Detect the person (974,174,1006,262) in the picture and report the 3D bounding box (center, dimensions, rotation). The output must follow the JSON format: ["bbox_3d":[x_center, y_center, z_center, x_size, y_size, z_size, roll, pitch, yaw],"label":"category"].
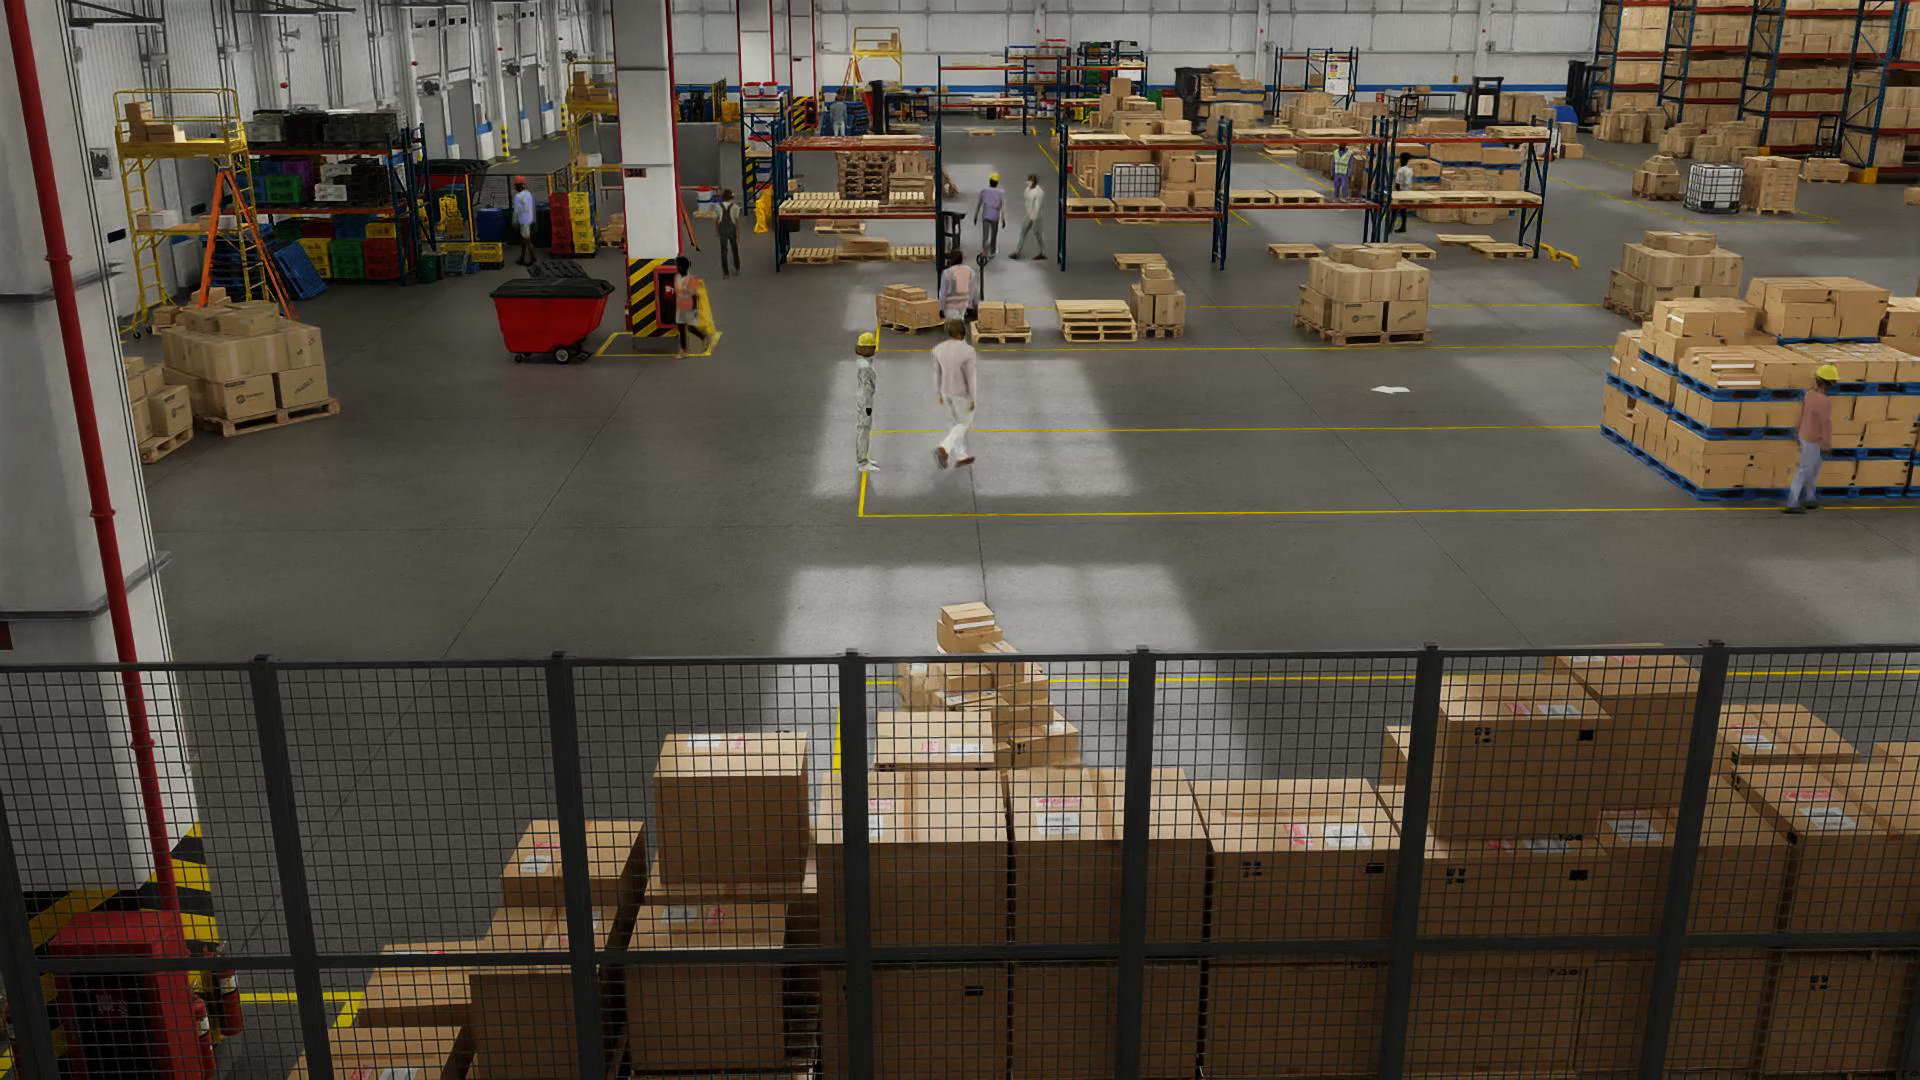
[{"bbox_3d":[0.651,-7.057,36.370,0.718,1.855,0.993,4,19,10],"label":"person"}]

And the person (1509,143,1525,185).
[{"bbox_3d":[15.098,-10.129,45.451,0.557,1.901,0.957,0,19,-1],"label":"person"}]

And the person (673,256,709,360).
[{"bbox_3d":[-4.387,-3.765,26.878,0.545,1.680,0.565,14,23,35],"label":"person"}]

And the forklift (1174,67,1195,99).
[{"bbox_3d":[8.189,-15.896,61.028,1.873,2.768,1.129,14,23,36],"label":"forklift"}]

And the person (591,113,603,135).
[{"bbox_3d":[-14.356,-16.835,65.729,0.513,1.638,0.313,5,19,16],"label":"person"}]

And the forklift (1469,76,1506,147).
[{"bbox_3d":[17.525,-14.064,55.594,1.129,2.768,1.873,-1,19,-1],"label":"forklift"}]

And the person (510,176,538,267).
[{"bbox_3d":[-9.381,-6.799,35.546,0.797,1.895,0.696,7,20,20],"label":"person"}]

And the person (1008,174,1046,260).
[{"bbox_3d":[1.526,-7.003,36.175,0.982,1.886,0.634,-14,23,-35],"label":"person"}]

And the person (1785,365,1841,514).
[{"bbox_3d":[9.836,-1.136,18.972,0.653,1.744,0.548,1,19,3],"label":"person"}]

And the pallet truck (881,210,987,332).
[{"bbox_3d":[-0.493,-4.759,29.349,1.885,1.965,0.823,-13,23,-34],"label":"pallet truck"}]

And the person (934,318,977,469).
[{"bbox_3d":[-0.096,-1.800,20.702,0.638,1.914,0.717,14,23,36],"label":"person"}]

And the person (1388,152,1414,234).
[{"bbox_3d":[10.625,-8.359,40.101,0.653,1.957,0.444,-16,24,-39],"label":"person"}]

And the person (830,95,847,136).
[{"bbox_3d":[-4.392,-15.090,60.087,0.627,1.941,0.373,-4,19,-12],"label":"person"}]

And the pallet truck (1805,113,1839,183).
[{"bbox_3d":[26.403,-11.957,50.702,0.823,1.965,1.885,6,19,16],"label":"pallet truck"}]

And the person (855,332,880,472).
[{"bbox_3d":[-1.152,-1.732,20.760,0.316,1.742,0.492,-3,19,-8],"label":"person"}]

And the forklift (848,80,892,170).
[{"bbox_3d":[-2.644,-13.227,53.109,1.873,2.768,1.129,-1,19,-1],"label":"forklift"}]

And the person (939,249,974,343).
[{"bbox_3d":[-0.037,-3.737,26.594,0.635,1.818,0.723,-15,24,-37],"label":"person"}]

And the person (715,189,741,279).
[{"bbox_3d":[-4.774,-6.331,34.315,0.521,1.796,0.925,0,19,-1],"label":"person"}]

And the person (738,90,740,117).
[{"bbox_3d":[-8.522,-16.840,65.367,0.355,1.883,0.574,7,20,21],"label":"person"}]

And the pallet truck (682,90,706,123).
[{"bbox_3d":[-9.671,-15.907,62.421,0.823,1.965,1.885,5,19,15],"label":"pallet truck"}]

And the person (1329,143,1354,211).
[{"bbox_3d":[10.135,-9.701,44.135,0.597,1.915,0.370,16,24,39],"label":"person"}]

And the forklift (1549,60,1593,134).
[{"bbox_3d":[24.397,-17.645,66.217,1.873,2.768,1.129,0,19,-1],"label":"forklift"}]
